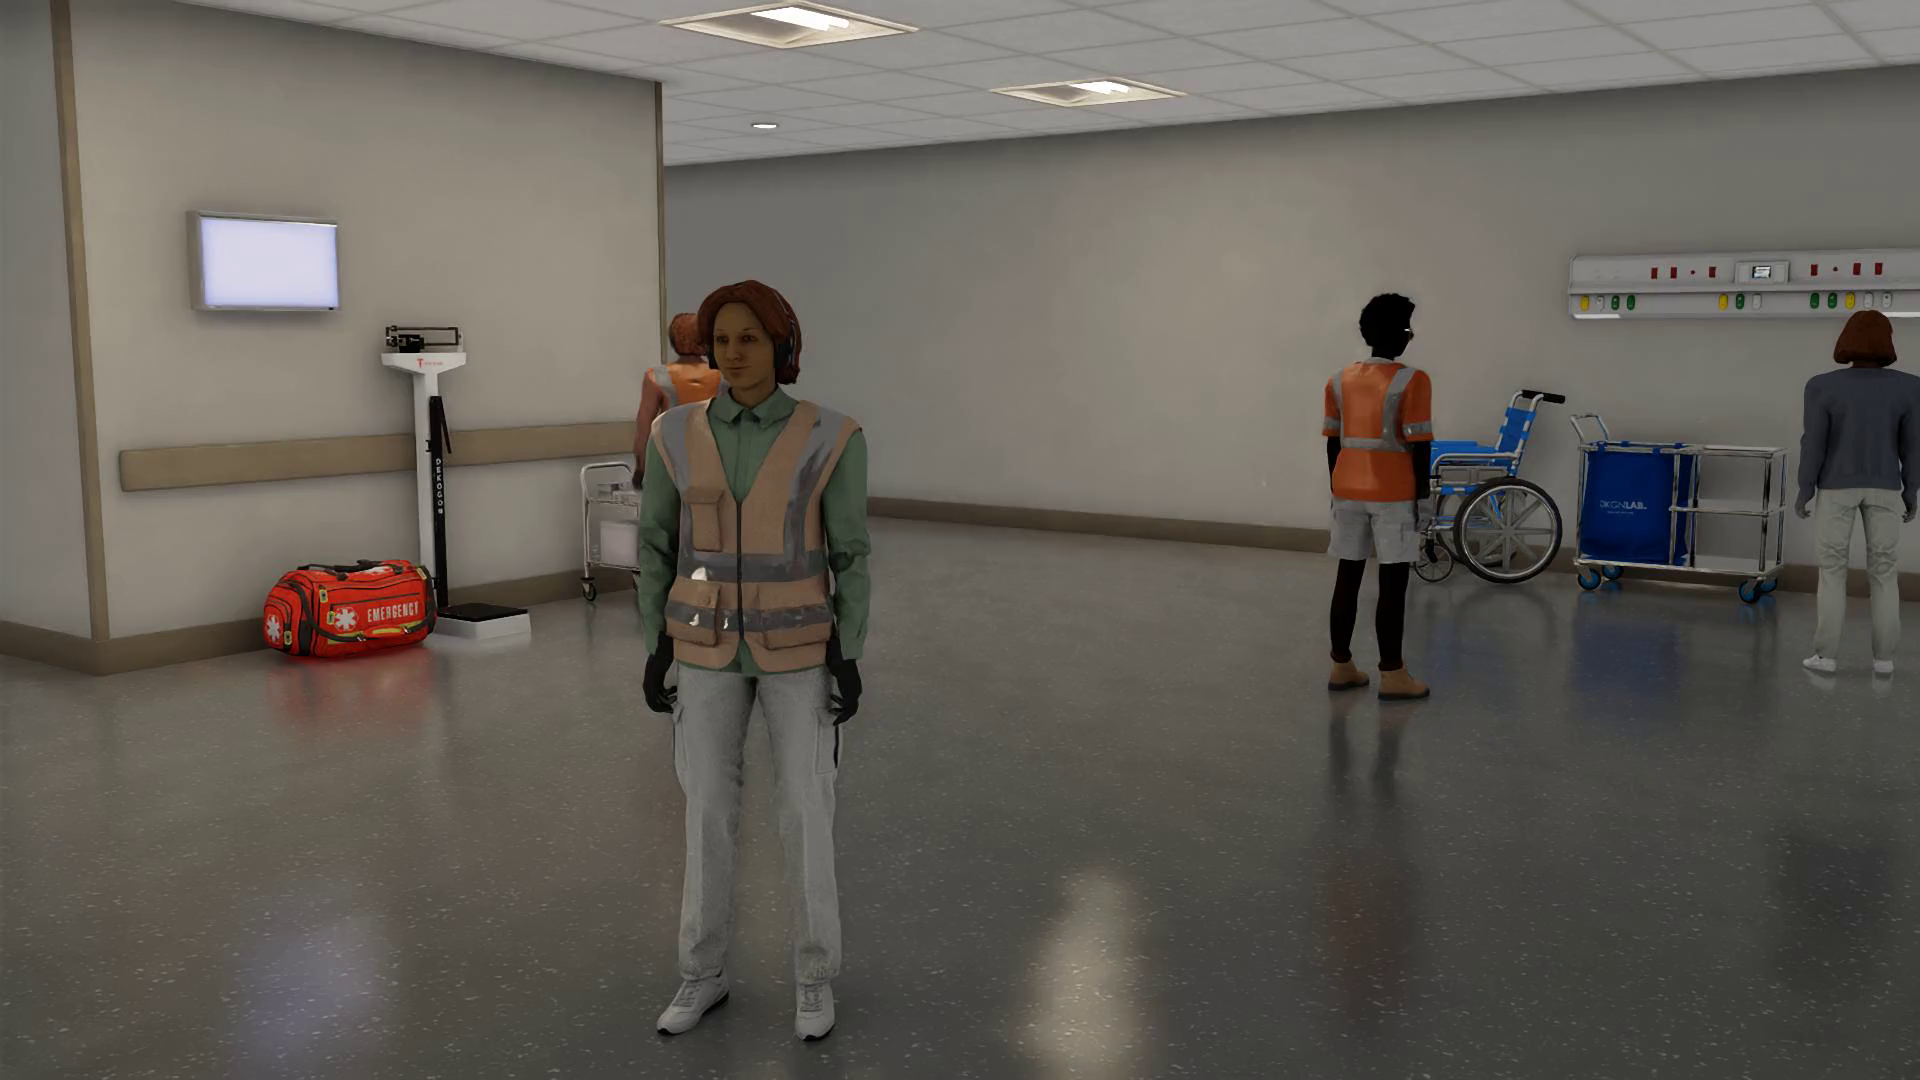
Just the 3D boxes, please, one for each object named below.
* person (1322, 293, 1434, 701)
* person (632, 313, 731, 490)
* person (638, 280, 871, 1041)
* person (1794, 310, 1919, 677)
[{"bbox_3d":[1.758,-0.182,6.984,0.319,1.695,0.538,-5,9,-37],"label":"person"},{"bbox_3d":[-1.383,-0.335,8.486,0.536,1.634,0.371,-4,8,-29],"label":"person"},{"bbox_3d":[-0.448,0.263,3.631,0.514,1.641,0.308,1,7,7],"label":"person"},{"bbox_3d":[4.000,-0.203,7.410,0.507,1.631,0.266,2,7,13],"label":"person"}]
